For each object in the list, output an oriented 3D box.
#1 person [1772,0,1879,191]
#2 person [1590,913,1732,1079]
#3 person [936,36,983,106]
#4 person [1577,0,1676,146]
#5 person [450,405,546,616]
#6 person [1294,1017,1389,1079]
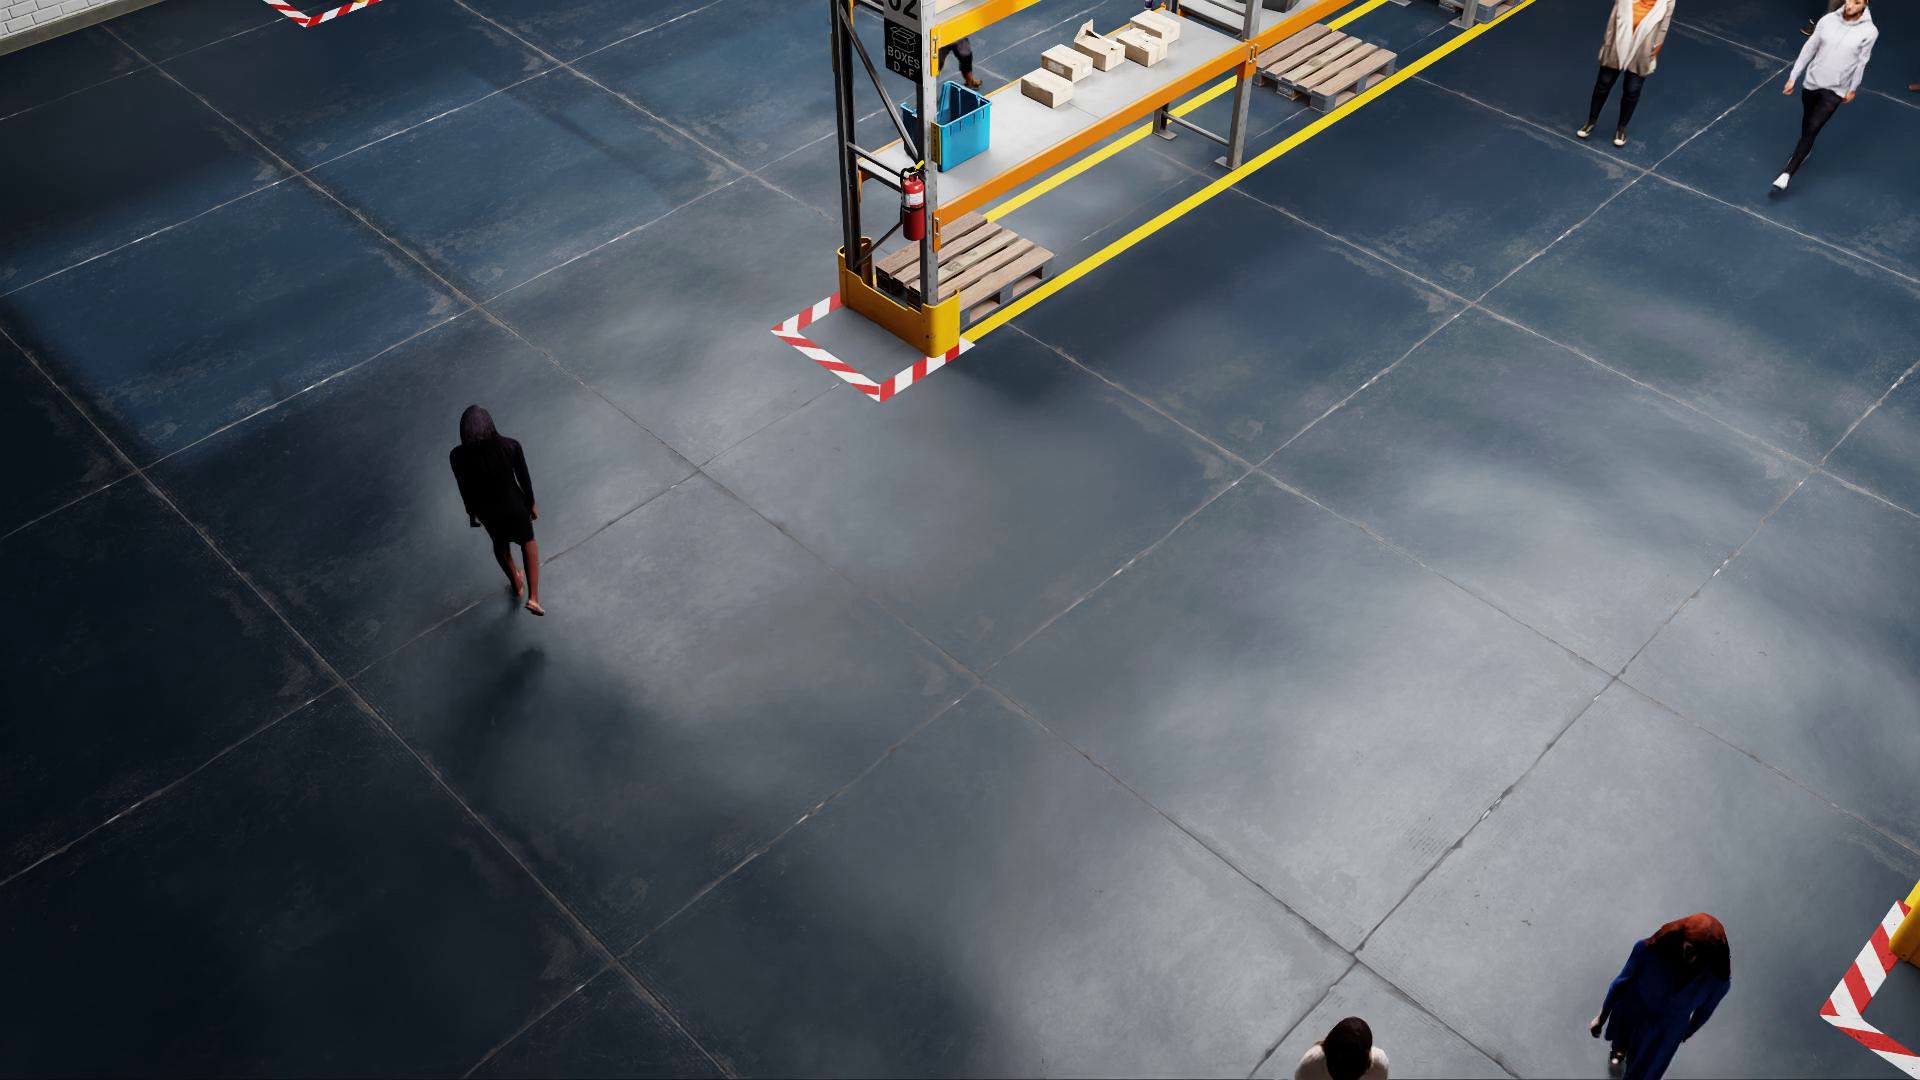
[{"bbox_3d":[7.836,-4.136,15.005,0.741,1.867,1.221,32,52,29],"label":"person"},{"bbox_3d":[3.432,2.337,8.274,0.721,1.781,1.170,27,50,25],"label":"person"},{"bbox_3d":[-0.157,-4.955,16.187,1.010,1.424,0.600,-32,52,-29],"label":"person"},{"bbox_3d":[6.264,-4.613,15.492,0.768,1.887,0.765,21,48,21],"label":"person"},{"bbox_3d":[-3.012,-0.151,10.940,0.976,1.705,0.945,-11,45,-12],"label":"person"},{"bbox_3d":[1.733,2.692,7.985,0.952,1.665,1.034,4,44,4],"label":"person"}]
